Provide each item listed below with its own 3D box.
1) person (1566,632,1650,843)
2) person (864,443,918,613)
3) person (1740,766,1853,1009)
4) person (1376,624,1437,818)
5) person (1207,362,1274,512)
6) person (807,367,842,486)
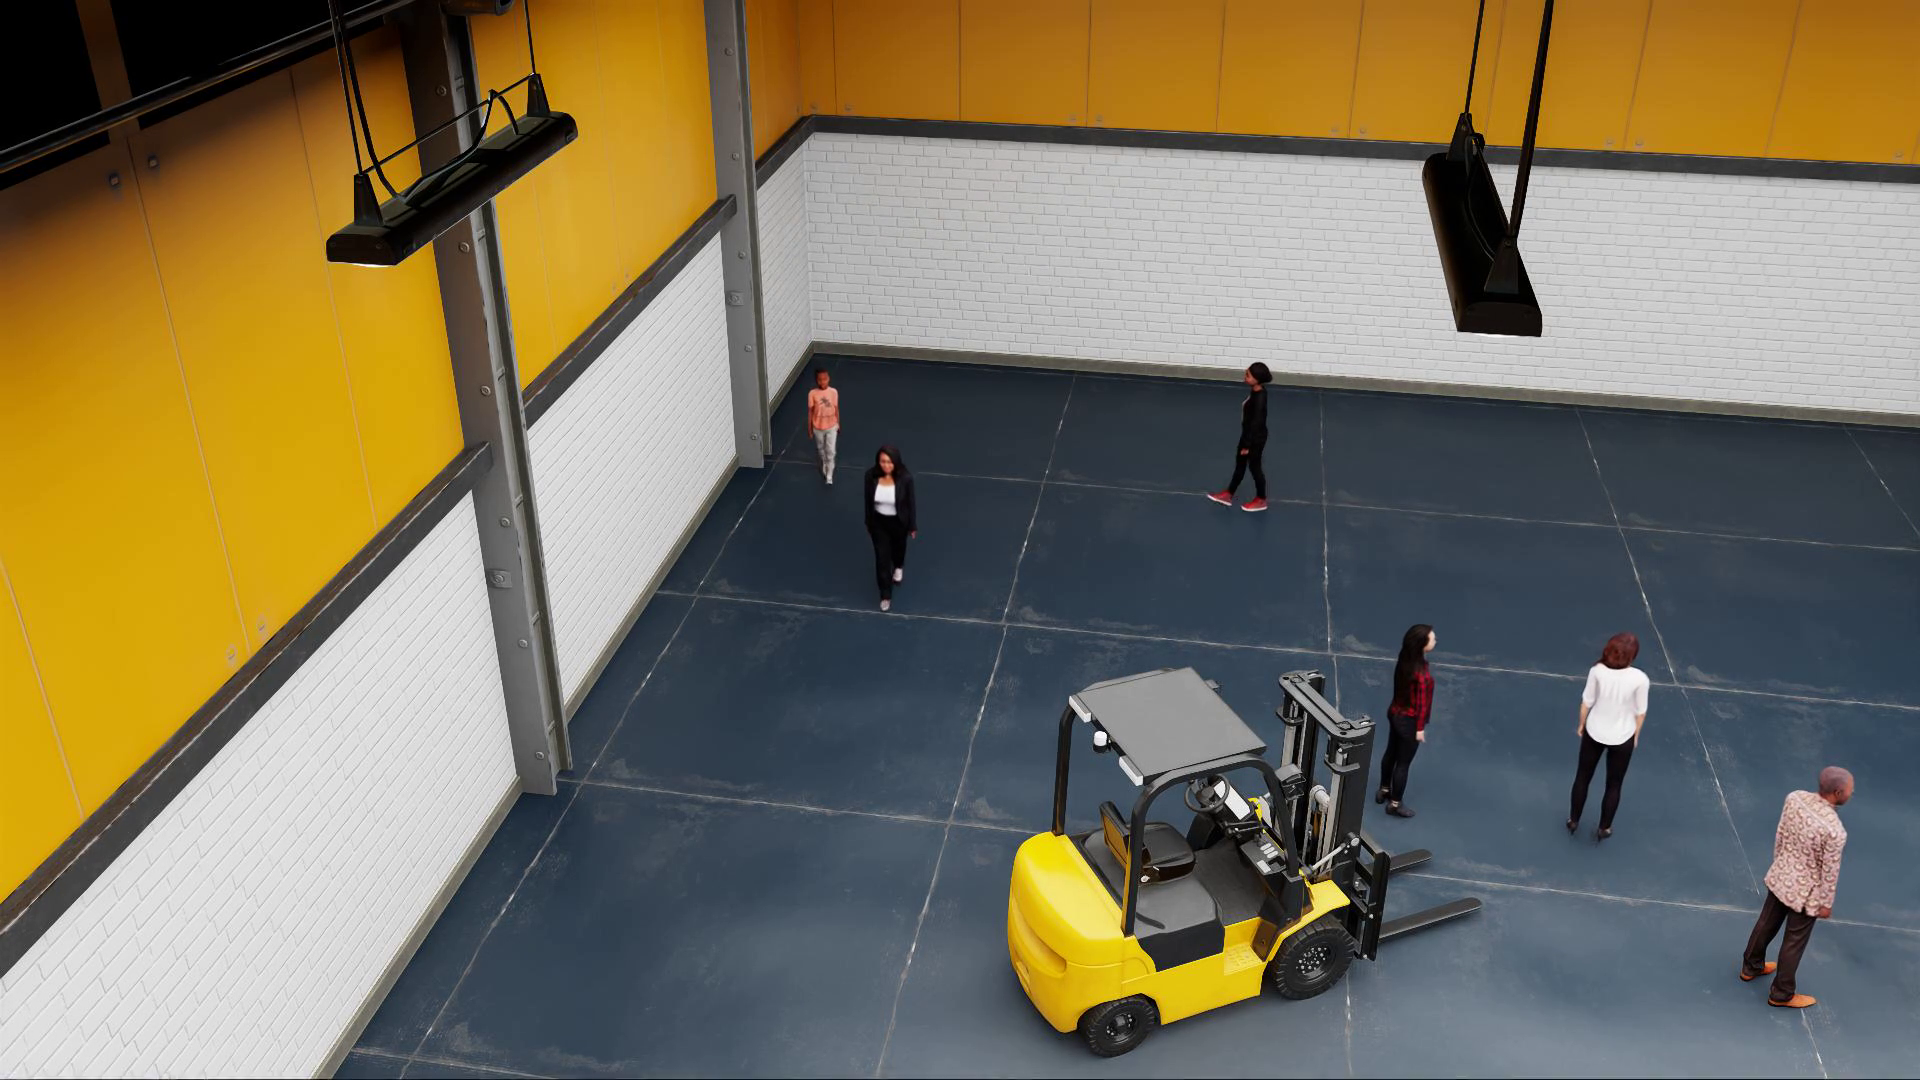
[{"bbox_3d":[4.819,1.472,12.383,0.663,1.795,0.623,14,32,25],"label":"person"},{"bbox_3d":[-0.640,-0.196,15.667,0.769,1.579,1.133,1,29,1],"label":"person"},{"bbox_3d":[5.513,2.257,10.930,0.827,1.810,0.681,-6,29,-11],"label":"person"},{"bbox_3d":[3.401,1.368,12.719,0.704,1.657,0.559,-5,29,-8],"label":"person"},{"bbox_3d":[3.086,-1.053,17.151,0.742,1.663,0.819,1,29,3],"label":"person"},{"bbox_3d":[-1.469,-1.266,17.940,0.644,1.281,0.939,-2,29,-3],"label":"person"}]
